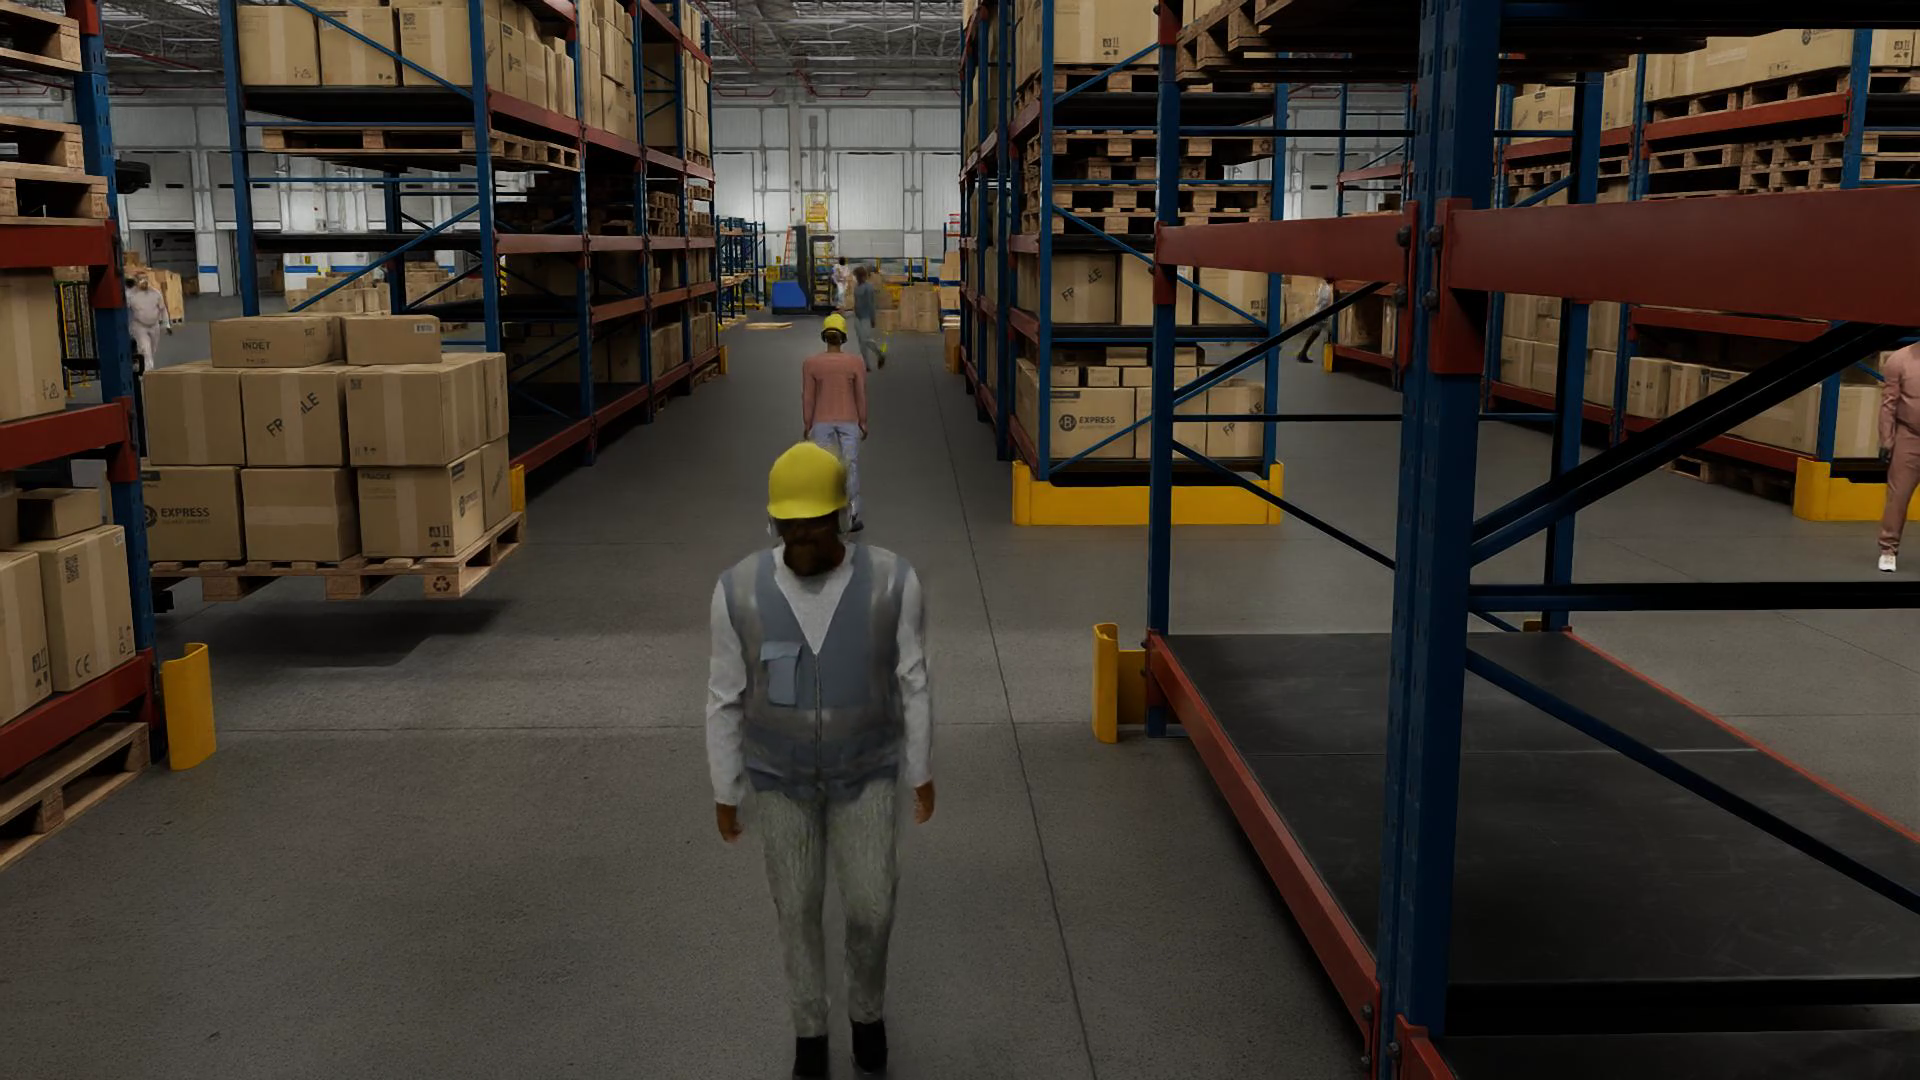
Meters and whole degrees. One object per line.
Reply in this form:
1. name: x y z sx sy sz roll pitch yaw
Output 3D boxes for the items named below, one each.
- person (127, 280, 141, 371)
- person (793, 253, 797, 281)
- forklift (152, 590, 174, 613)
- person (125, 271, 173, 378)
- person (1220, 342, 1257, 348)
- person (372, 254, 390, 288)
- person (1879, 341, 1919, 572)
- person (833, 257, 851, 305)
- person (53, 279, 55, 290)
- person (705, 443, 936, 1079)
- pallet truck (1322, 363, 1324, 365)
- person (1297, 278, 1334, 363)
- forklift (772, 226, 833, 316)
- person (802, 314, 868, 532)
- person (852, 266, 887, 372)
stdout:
1. person: -15.069 -3.927 30.408 0.543 1.645 0.868 -5 11 -25
2. person: -5.930 -9.622 61.391 0.409 1.923 0.659 -10 14 -44
3. forklift: -5.858 -0.811 9.639 1.873 2.768 1.129 -1 10 -3
4. person: -13.509 -3.519 27.597 1.013 1.861 0.656 9 13 40
5. person: 6.220 -5.186 36.627 1.022 1.939 0.623 -7 13 -36
6. person: -15.942 -6.884 45.808 0.642 2.000 0.905 -1 10 -6
7. person: 6.839 -0.694 11.733 0.647 1.899 0.398 4 11 23
8. person: -4.086 -9.049 58.496 0.631 1.812 0.736 -6 12 -32
9. person: -20.517 -5.285 37.132 0.391 1.958 0.603 9 14 41
10. person: -0.382 0.632 4.558 0.629 1.814 0.440 0 10 -1
11. pallet truck: 7.712 -4.157 30.737 1.885 1.965 0.823 3 11 16
12. person: 6.990 -4.329 32.073 0.983 1.876 0.557 1 10 5
13. forklift: -4.963 -8.427 52.067 1.873 2.768 1.129 -1 10 -6
14. person: -1.010 -0.943 13.478 0.532 1.767 0.328 -1 10 -5
15. person: -1.687 -3.980 29.992 0.523 1.908 0.654 -6 12 -31
